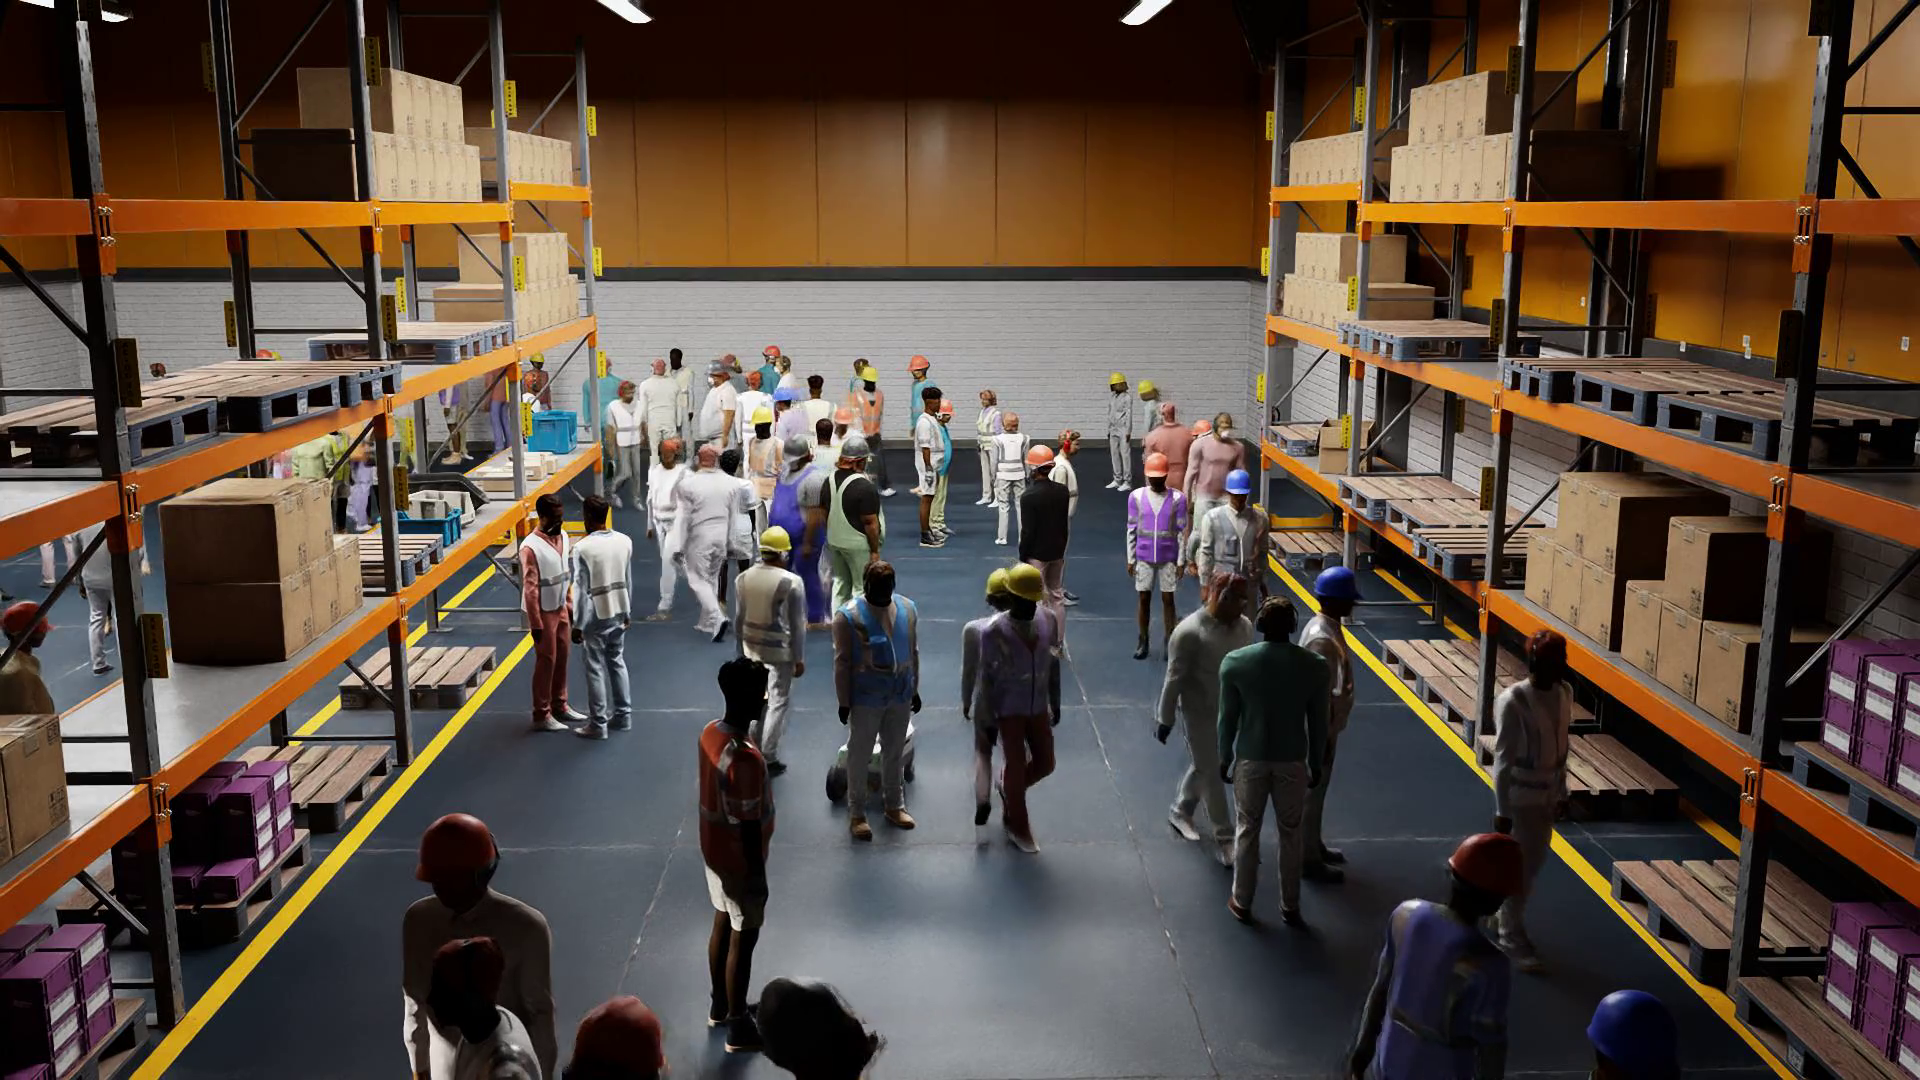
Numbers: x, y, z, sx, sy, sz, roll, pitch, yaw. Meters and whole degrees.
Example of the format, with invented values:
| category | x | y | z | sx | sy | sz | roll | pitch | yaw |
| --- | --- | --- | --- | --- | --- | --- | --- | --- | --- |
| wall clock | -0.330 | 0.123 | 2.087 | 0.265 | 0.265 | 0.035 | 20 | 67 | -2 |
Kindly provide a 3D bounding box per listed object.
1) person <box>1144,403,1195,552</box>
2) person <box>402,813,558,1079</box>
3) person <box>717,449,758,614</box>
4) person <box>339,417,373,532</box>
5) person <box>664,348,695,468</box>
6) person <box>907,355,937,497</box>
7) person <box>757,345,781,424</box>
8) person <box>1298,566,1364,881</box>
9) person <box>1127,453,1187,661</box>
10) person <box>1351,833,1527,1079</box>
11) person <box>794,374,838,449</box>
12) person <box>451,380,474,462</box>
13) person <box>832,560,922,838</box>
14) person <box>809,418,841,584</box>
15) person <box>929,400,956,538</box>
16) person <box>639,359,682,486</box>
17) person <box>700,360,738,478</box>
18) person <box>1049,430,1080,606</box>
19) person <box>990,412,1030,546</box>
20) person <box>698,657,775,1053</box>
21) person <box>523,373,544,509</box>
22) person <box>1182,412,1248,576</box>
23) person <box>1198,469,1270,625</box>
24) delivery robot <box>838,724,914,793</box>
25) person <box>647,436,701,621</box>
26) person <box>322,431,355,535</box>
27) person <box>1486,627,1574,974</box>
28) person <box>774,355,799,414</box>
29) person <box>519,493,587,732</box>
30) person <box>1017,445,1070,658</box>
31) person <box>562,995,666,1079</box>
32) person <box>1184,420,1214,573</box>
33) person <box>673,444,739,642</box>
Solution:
| category | x | y | z | sx | sy | sz | roll | pitch | yaw |
| --- | --- | --- | --- | --- | --- | --- | --- | --- | --- |
| person | 2.446 | -0.690 | 19.534 | 0.646 | 1.862 | 0.839 | -2 | 12 | -12 |
| person | -1.761 | 1.935 | 6.074 | 0.616 | 1.986 | 0.407 | 3 | 12 | 15 |
| person | -2.312 | -0.078 | 16.893 | 0.533 | 1.697 | 0.318 | 0 | 11 | 1 |
| person | -7.678 | -1.077 | 21.440 | 0.593 | 1.878 | 0.755 | 2 | 12 | 11 |
| person | -4.460 | -2.109 | 26.555 | 0.584 | 1.911 | 0.391 | 6 | 13 | 28 |
| person | -0.556 | -1.631 | 23.851 | 0.413 | 2.031 | 0.608 | -7 | 13 | -30 |
| person | -2.946 | -2.048 | 26.043 | 0.393 | 1.985 | 0.611 | -9 | 14 | -38 |
| person | 2.257 | 1.112 | 10.288 | 0.404 | 1.945 | 0.615 | 3 | 12 | 14 |
| person | 1.789 | 0.154 | 15.160 | 0.546 | 1.927 | 0.391 | 2 | 12 | 12 |
| person | 1.802 | 1.960 | 6.205 | 0.846 | 1.878 | 0.645 | -6 | 13 | -29 |
| person | -1.898 | -1.191 | 21.803 | 0.643 | 1.964 | 0.365 | -3 | 12 | -17 |
| person | -8.192 | -2.102 | 27.224 | 0.283 | 1.631 | 0.524 | 6 | 13 | 27 |
| person | -0.525 | 1.030 | 10.969 | 0.636 | 1.842 | 0.429 | -7 | 13 | -31 |
| person | -1.412 | -0.335 | 17.659 | 0.585 | 1.911 | 0.391 | -6 | 13 | -26 |
| person | -0.230 | -0.897 | 20.887 | 0.354 | 1.741 | 0.567 | 3 | 12 | 13 |
| person | -4.455 | -1.746 | 24.759 | 0.644 | 1.901 | 0.398 | -5 | 12 | -22 |
| person | -3.371 | -1.520 | 23.256 | 0.535 | 2.000 | 0.687 | -6 | 13 | -29 |
| person | 1.051 | -0.232 | 17.314 | 0.397 | 1.836 | 0.562 | 1 | 11 | 6 |
| person | 0.619 | -0.746 | 20.383 | 0.523 | 1.638 | 0.310 | -3 | 12 | -14 |
| person | -1.079 | 1.529 | 8.178 | 0.372 | 1.957 | 0.605 | -6 | 13 | -26 |
| person | -5.881 | -1.360 | 22.879 | 0.354 | 1.877 | 0.573 | -7 | 13 | -32 |
| person | 2.783 | -0.454 | 18.219 | 0.674 | 1.919 | 0.815 | -4 | 12 | -18 |
| person | 2.321 | 0.360 | 14.058 | 0.614 | 1.945 | 0.406 | -2 | 11 | -8 |
| delivery robot | -0.585 | 1.480 | 11.716 | 0.477 | 0.478 | 0.707 | 4 | 12 | 19 |
| person | -2.869 | -0.151 | 16.856 | 0.581 | 1.857 | 0.846 | 9 | 14 | 37 |
| person | -7.628 | -0.761 | 20.315 | 0.317 | 1.695 | 0.540 | 6 | 13 | 26 |
| person | 3.118 | 1.394 | 9.074 | 0.581 | 1.889 | 0.412 | -8 | 14 | -35 |
| person | -2.590 | -1.811 | 25.000 | 0.367 | 1.932 | 0.632 | -1 | 11 | -4 |
| person | -3.251 | 0.567 | 13.136 | 0.401 | 1.907 | 0.597 | 3 | 12 | 14 |
| person | 0.739 | 0.126 | 15.111 | 0.378 | 1.996 | 0.611 | 11 | 16 | 44 |
| person | -0.889 | 2.254 | 4.446 | 0.644 | 2.004 | 0.868 | -1 | 11 | -7 |
| person | 2.750 | -0.488 | 18.844 | 0.354 | 1.738 | 0.573 | 7 | 13 | 30 |
| person | -2.398 | 0.029 | 15.960 | 0.653 | 1.878 | 0.787 | -10 | 15 | -41 |
